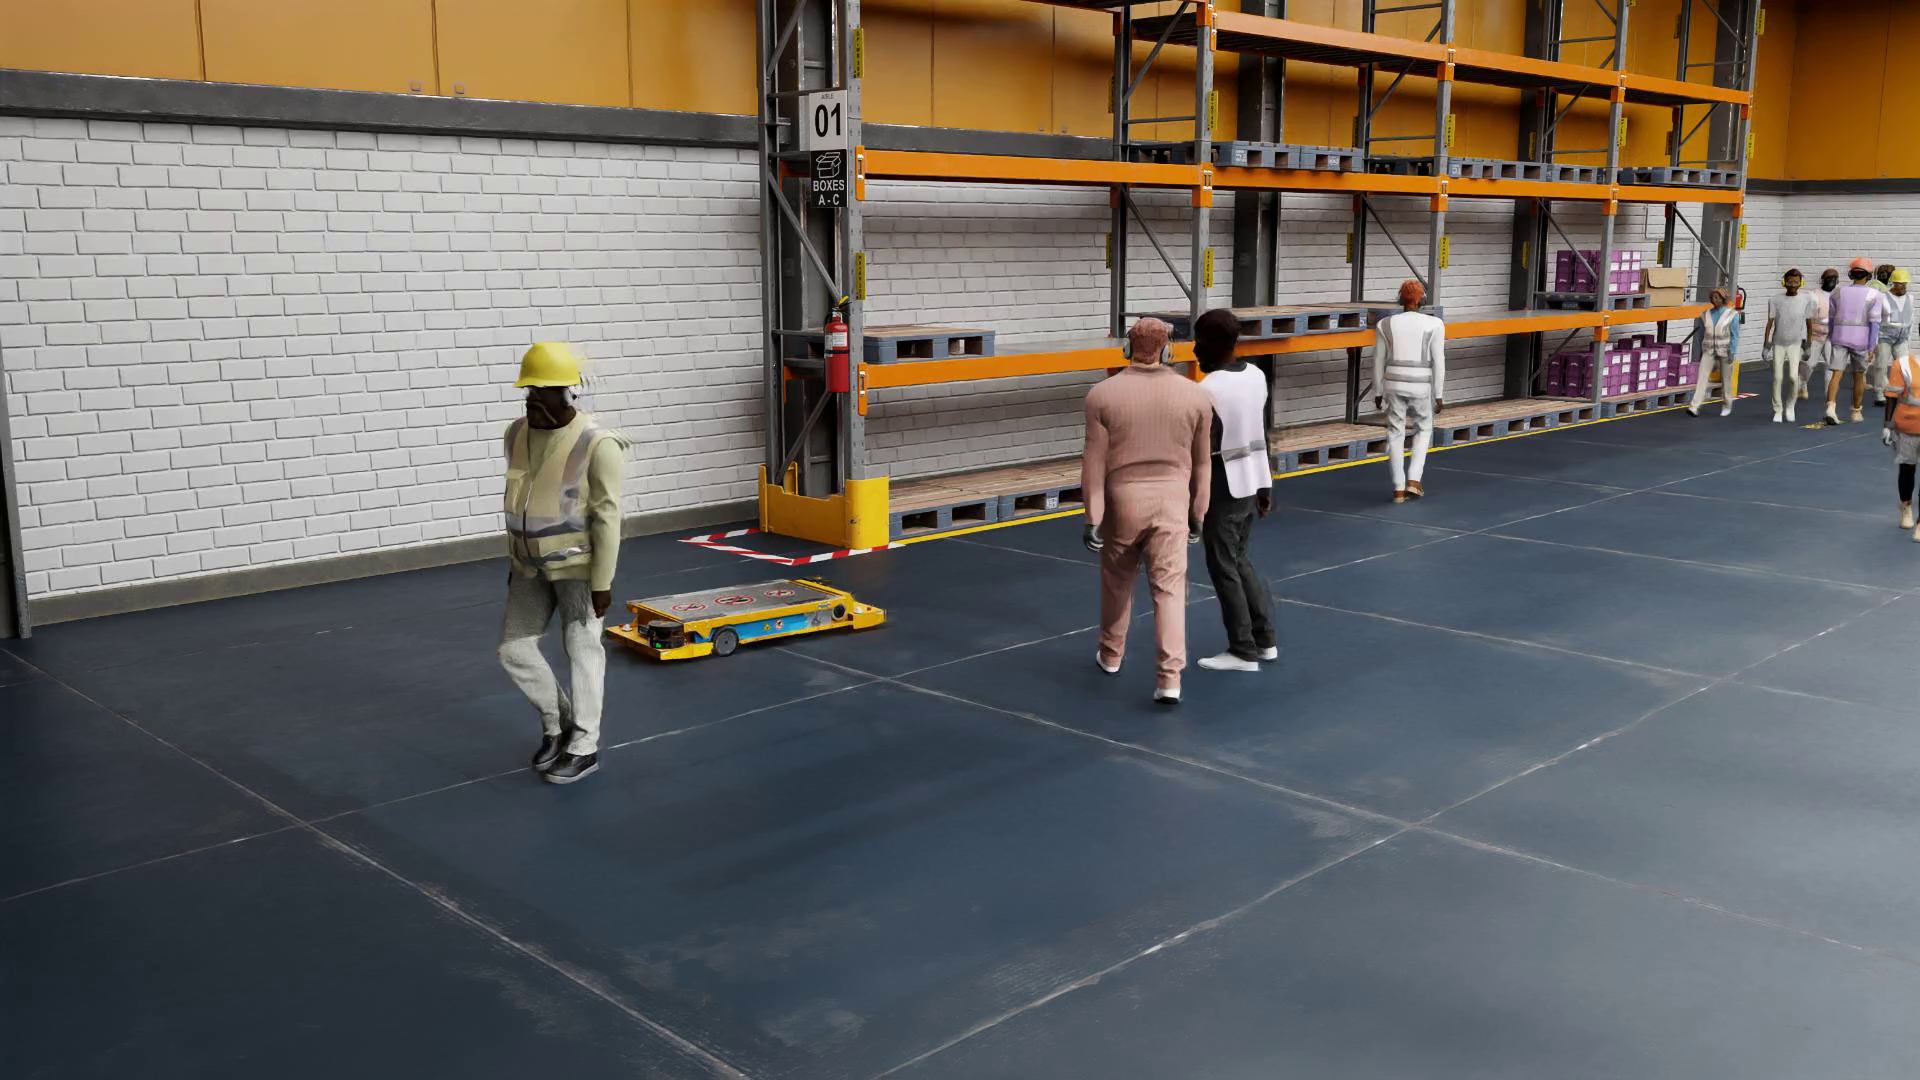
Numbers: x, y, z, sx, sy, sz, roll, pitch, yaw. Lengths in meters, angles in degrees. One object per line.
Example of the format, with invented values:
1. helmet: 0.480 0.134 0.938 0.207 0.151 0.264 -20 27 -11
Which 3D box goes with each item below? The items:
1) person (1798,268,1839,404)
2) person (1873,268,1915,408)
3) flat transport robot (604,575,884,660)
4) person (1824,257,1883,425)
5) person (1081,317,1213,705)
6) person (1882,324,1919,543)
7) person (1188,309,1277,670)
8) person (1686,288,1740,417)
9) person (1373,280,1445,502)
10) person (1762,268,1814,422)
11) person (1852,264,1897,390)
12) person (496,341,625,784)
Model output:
1. person: 11.590 -2.746 22.358 0.624 1.814 0.873 2 11 10
2. person: 12.062 -2.598 21.521 0.616 1.811 0.456 -1 10 -3
3. flat transport robot: -1.193 0.417 9.299 1.431 0.197 0.652 -8 13 -37
4. person: 10.565 -2.353 19.735 0.597 2.004 1.026 9 13 39
5. person: 0.910 -0.155 8.139 0.652 1.853 1.024 -1 10 -3
6. person: 7.192 -0.852 12.420 0.537 1.665 0.836 6 12 31
7. person: 1.388 -0.232 8.472 0.362 1.871 0.680 7 13 35
8. person: 9.317 -2.292 20.478 0.887 1.587 0.534 -10 14 -43
9. person: 3.803 -1.262 14.087 0.605 1.867 0.544 5 11 24
10. person: 9.909 -2.317 19.905 0.507 1.844 0.477 6 12 28
11. person: 13.361 -3.061 24.041 0.773 1.814 0.658 8 13 39
12. person: -1.638 0.102 6.787 0.623 1.817 0.434 5 12 27
